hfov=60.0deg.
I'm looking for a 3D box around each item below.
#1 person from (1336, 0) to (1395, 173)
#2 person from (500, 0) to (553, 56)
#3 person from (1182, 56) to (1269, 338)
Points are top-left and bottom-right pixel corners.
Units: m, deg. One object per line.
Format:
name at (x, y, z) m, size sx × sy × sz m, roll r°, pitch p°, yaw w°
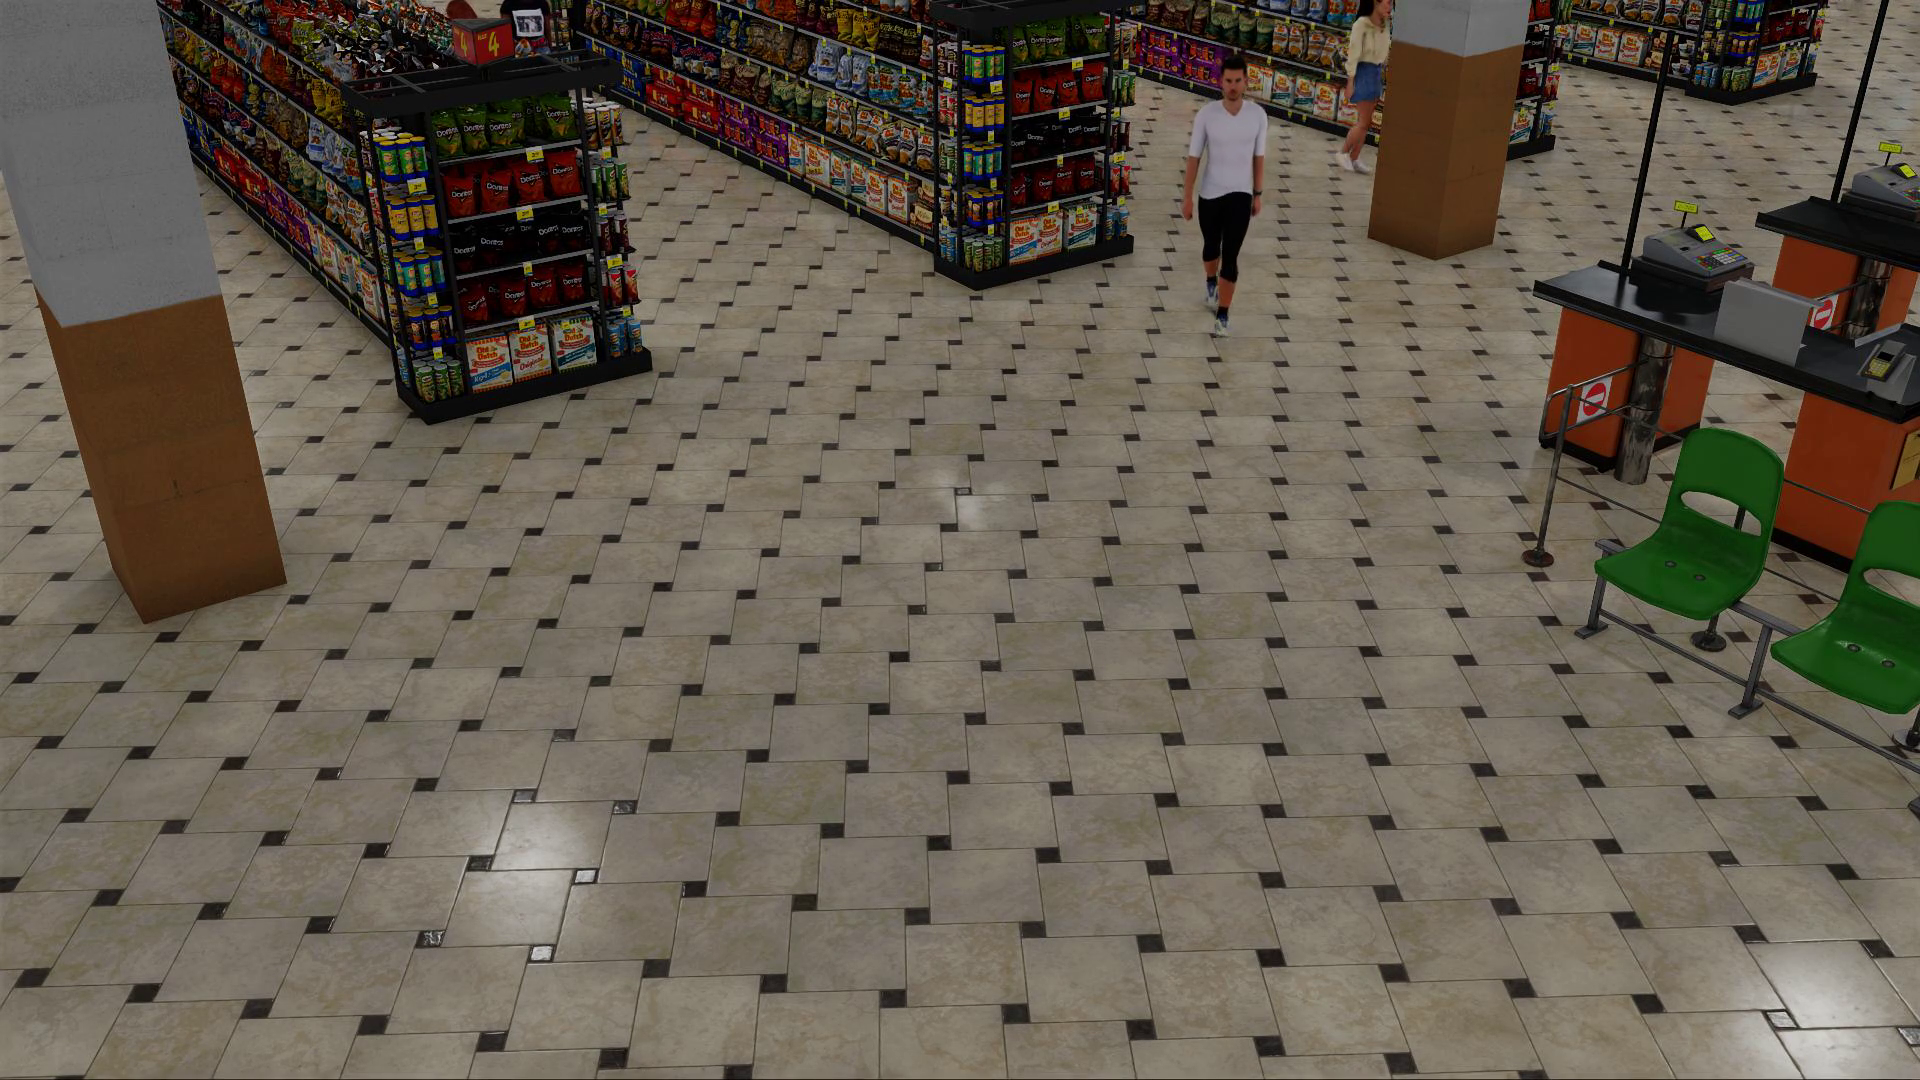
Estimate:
person at (3.522, -4.063, 14.687) m, size 0.674 × 1.621 × 0.611 m, roll -24°, pitch 37°, yaw -36°
person at (-3.869, -4.295, 14.999) m, size 0.644 × 1.729 × 0.644 m, roll -13°, pitch 31°, yaw -22°
person at (1.809, -2.381, 11.410) m, size 1.201 × 1.808 × 1.298 m, roll 3°, pitch 29°, yaw 6°
